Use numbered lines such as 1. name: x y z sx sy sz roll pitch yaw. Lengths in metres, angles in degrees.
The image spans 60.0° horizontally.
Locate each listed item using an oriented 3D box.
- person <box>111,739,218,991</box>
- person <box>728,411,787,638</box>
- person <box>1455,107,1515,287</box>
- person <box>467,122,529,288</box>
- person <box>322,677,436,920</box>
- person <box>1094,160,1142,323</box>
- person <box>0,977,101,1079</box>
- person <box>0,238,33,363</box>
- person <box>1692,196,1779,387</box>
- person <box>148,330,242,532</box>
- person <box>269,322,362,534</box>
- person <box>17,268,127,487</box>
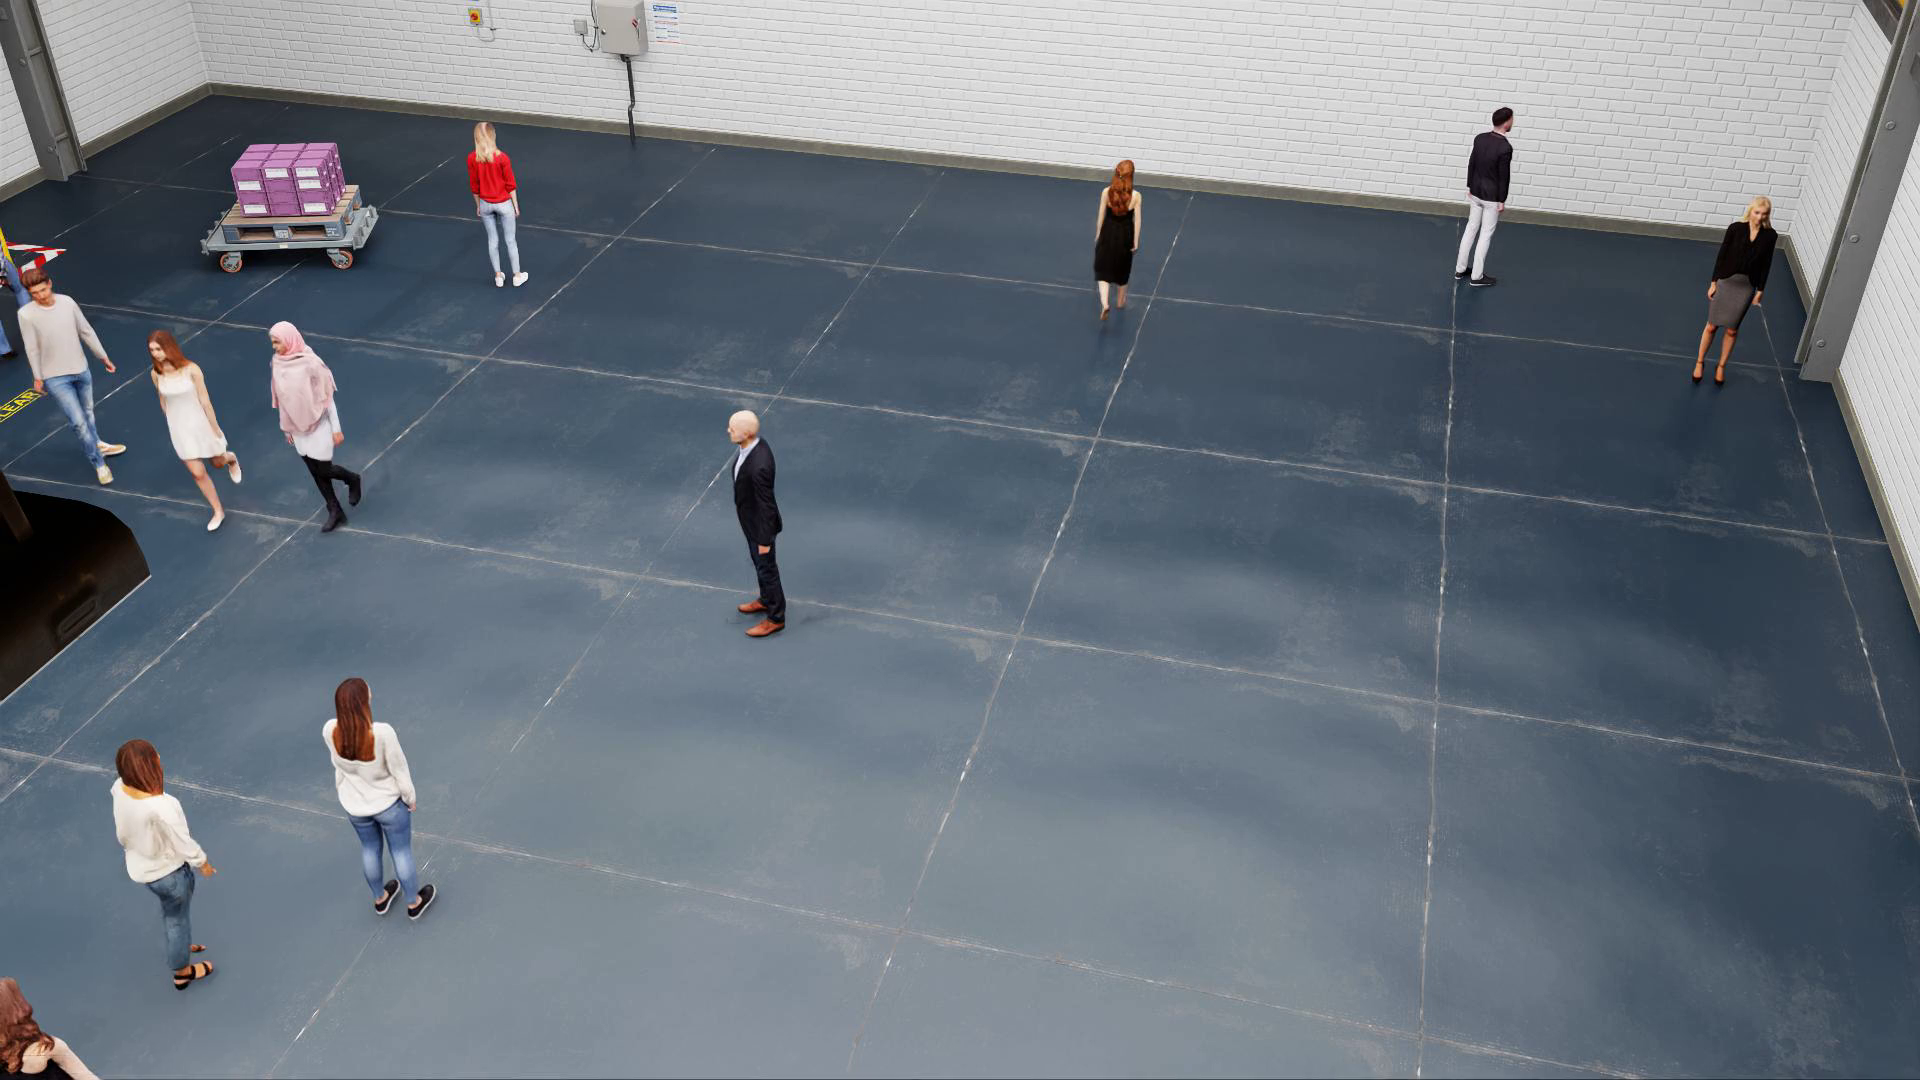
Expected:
1. person: -4.434 1.823 9.068 0.746 1.665 0.711 20 39 27
2. person: -1.439 -0.139 11.900 0.835 1.797 0.712 -10 35 -14
3. person: 5.354 -3.506 16.926 0.784 1.841 0.714 -16 37 -23
4. person: -4.712 -3.401 16.889 0.661 1.706 0.582 1 34 1
5. person: -3.353 1.490 9.543 0.643 1.692 0.600 3 34 5
6. person: 1.516 -2.910 16.243 0.707 1.605 0.984 3 34 4
7. person: -4.209 2.754 7.637 0.840 1.698 1.221 -1 34 -1
8. person: -9.073 -2.481 15.446 0.701 1.772 0.895 3 34 5
9. person: 6.998 -2.251 15.038 0.618 1.841 0.564 12 35 17
10. person: -6.060 -0.934 13.195 0.760 1.687 1.033 -3 34 -5
11. person: -5.049 -0.927 13.089 0.640 1.793 0.757 10 35 15
12. person: -7.434 -1.404 13.743 0.954 1.865 0.925 13 36 19
